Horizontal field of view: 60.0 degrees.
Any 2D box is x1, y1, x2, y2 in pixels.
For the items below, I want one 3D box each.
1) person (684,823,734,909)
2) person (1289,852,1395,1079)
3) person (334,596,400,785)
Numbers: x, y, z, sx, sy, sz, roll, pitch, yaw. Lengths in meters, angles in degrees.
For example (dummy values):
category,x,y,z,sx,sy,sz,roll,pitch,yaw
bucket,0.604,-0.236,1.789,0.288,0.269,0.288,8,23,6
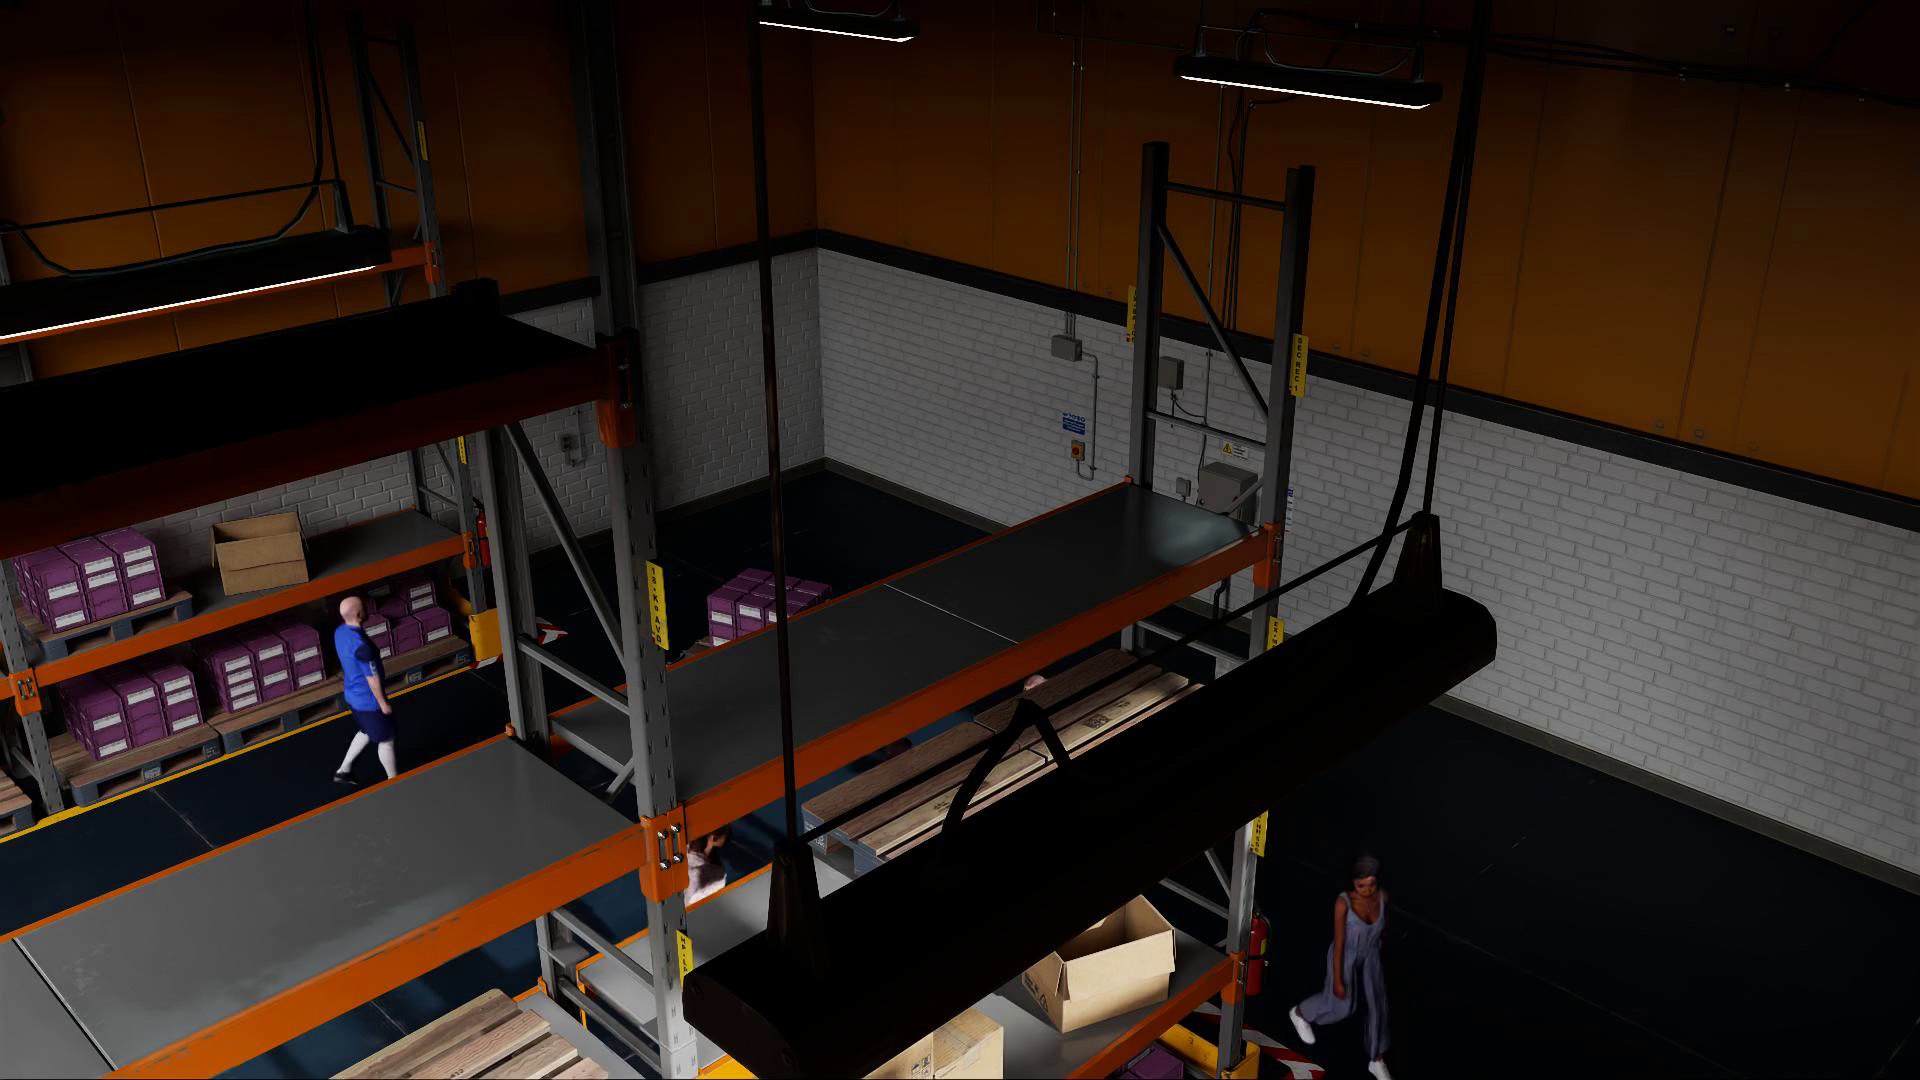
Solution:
category,x,y,z,sx,sy,sz,roll,pitch,yaw
person,-1.840,2.554,11.055,1.078,1.642,0.989,-1,24,-3
person,2.469,2.693,10.709,1.048,1.662,0.954,-10,25,-21
person,-4.917,1.313,13.659,0.914,1.829,0.713,-19,30,-37
